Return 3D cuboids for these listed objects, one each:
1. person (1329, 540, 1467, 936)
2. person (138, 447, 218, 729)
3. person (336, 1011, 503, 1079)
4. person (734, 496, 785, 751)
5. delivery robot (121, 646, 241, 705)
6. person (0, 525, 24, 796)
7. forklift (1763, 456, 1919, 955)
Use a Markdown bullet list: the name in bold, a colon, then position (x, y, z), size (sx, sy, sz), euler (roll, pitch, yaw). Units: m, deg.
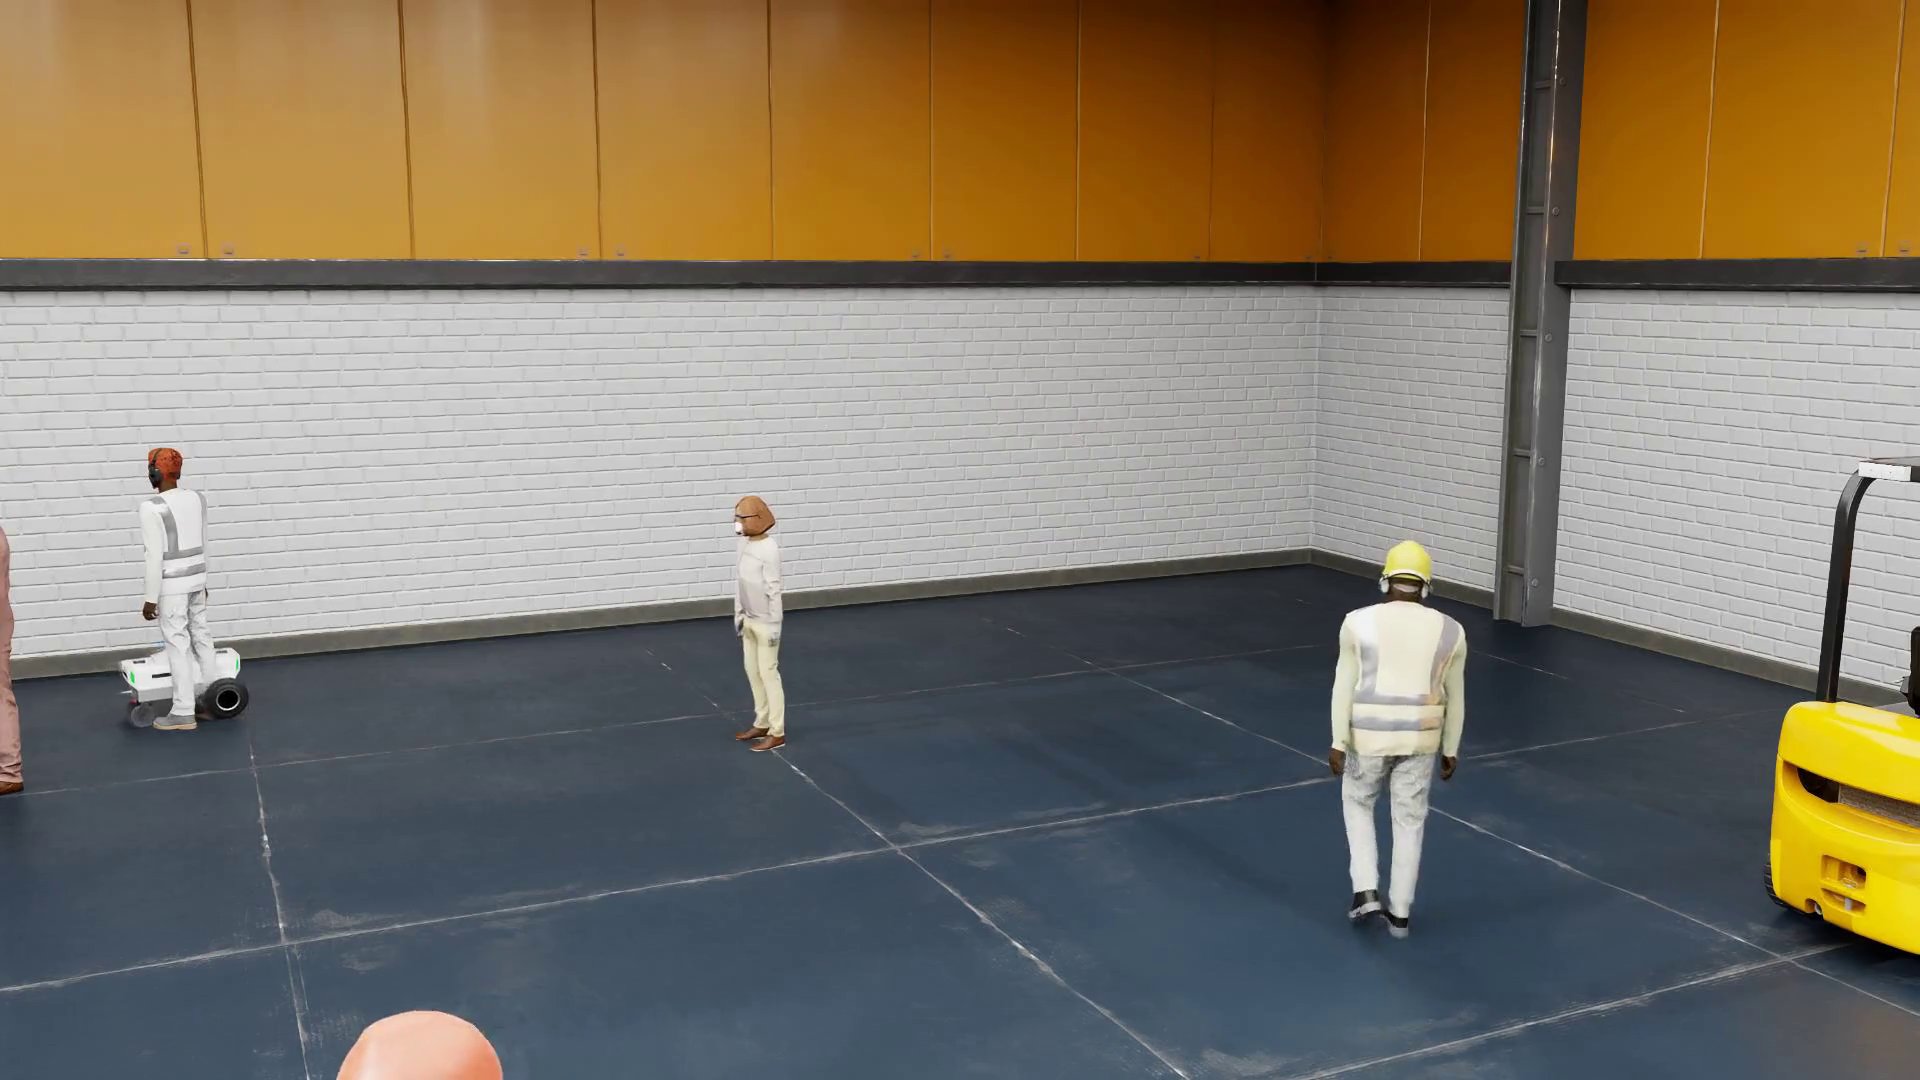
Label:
- **person**: position (2.008, 0.907, 7.681), size (0.613, 1.805, 0.470), euler (1, 9, 3)
- **person**: position (-5.208, 0.322, 11.061), size (0.362, 1.883, 0.575), euler (3, 9, 15)
- **person**: position (-0.785, 1.657, 2.637), size (0.417, 1.921, 0.576), euler (-9, 13, -44)
- **person**: position (-1.284, 0.526, 10.606), size (0.286, 1.624, 0.499), euler (-6, 11, -33)
- **delivery robot**: position (-5.296, 0.897, 11.312), size (0.707, 0.478, 0.477), euler (-6, 11, -34)
- **person**: position (-5.698, 0.544, 9.634), size (0.405, 1.902, 0.636), euler (-6, 11, -33)
- **forklift**: position (4.857, 0.731, 7.561), size (2.313, 2.155, 1.214), euler (-4, 10, -25)
